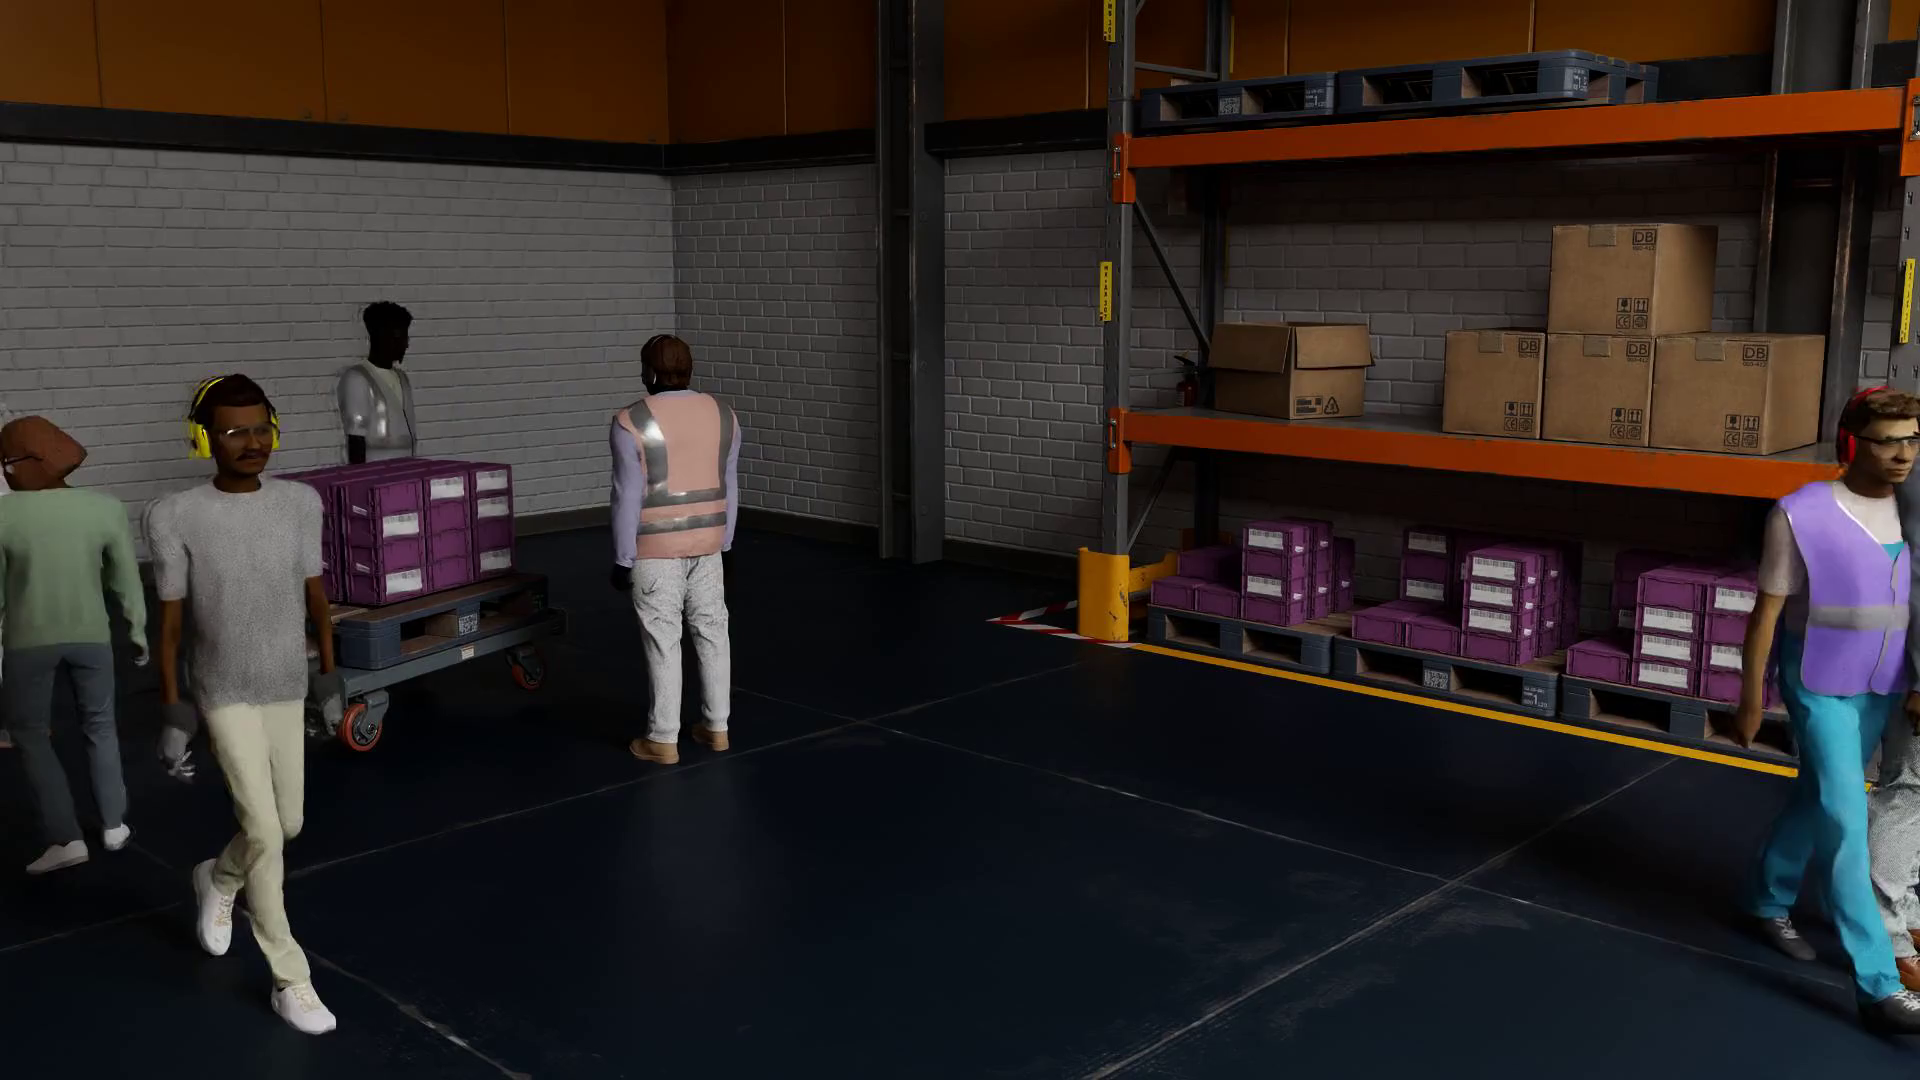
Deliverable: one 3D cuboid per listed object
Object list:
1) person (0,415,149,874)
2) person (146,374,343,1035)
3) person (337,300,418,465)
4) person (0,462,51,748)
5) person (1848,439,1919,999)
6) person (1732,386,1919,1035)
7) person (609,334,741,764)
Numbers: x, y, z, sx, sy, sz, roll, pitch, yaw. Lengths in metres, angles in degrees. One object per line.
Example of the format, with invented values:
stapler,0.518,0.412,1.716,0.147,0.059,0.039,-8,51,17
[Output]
person,-3.153,0.364,5.877,0.574,1.624,0.475,-8,12,-40
person,-2.069,0.433,4.794,0.823,1.845,0.536,8,12,39
person,-3.216,-0.343,9.179,0.650,1.948,0.633,2,9,11
person,-4.368,0.044,7.124,0.593,1.842,0.849,5,11,30
person,2.884,0.363,4.903,0.353,1.936,0.635,7,12,38
person,2.589,0.453,4.798,0.577,1.788,0.960,-3,10,-15
person,-1.241,0.040,7.179,0.623,1.844,0.430,-8,12,-42
